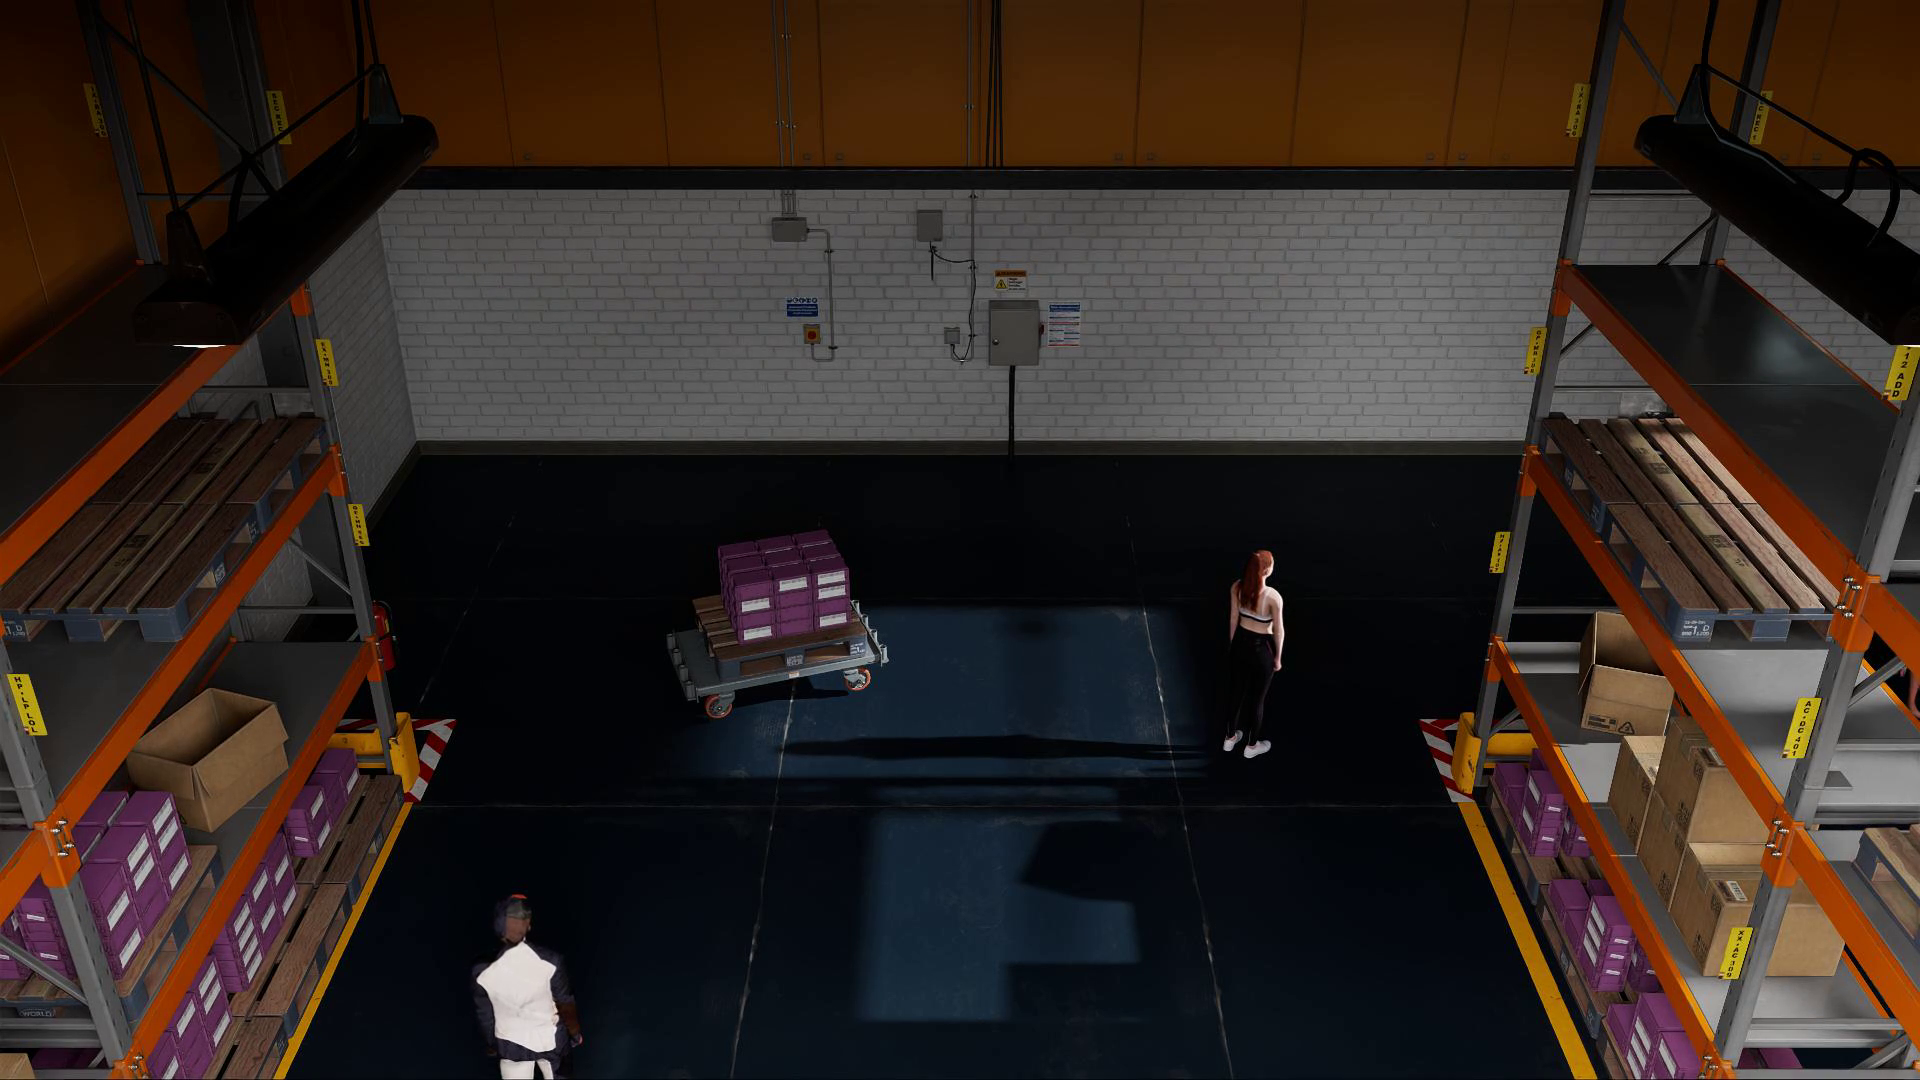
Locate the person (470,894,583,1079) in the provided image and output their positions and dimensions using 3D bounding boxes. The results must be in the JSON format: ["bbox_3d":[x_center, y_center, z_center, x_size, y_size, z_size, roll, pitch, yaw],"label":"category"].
[{"bbox_3d":[-2.305,2.682,8.950,0.719,1.893,0.648,-5,29,-10],"label":"person"}]

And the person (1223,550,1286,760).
[{"bbox_3d":[2.190,0.845,12.475,0.668,1.742,0.704,21,35,33],"label":"person"}]
